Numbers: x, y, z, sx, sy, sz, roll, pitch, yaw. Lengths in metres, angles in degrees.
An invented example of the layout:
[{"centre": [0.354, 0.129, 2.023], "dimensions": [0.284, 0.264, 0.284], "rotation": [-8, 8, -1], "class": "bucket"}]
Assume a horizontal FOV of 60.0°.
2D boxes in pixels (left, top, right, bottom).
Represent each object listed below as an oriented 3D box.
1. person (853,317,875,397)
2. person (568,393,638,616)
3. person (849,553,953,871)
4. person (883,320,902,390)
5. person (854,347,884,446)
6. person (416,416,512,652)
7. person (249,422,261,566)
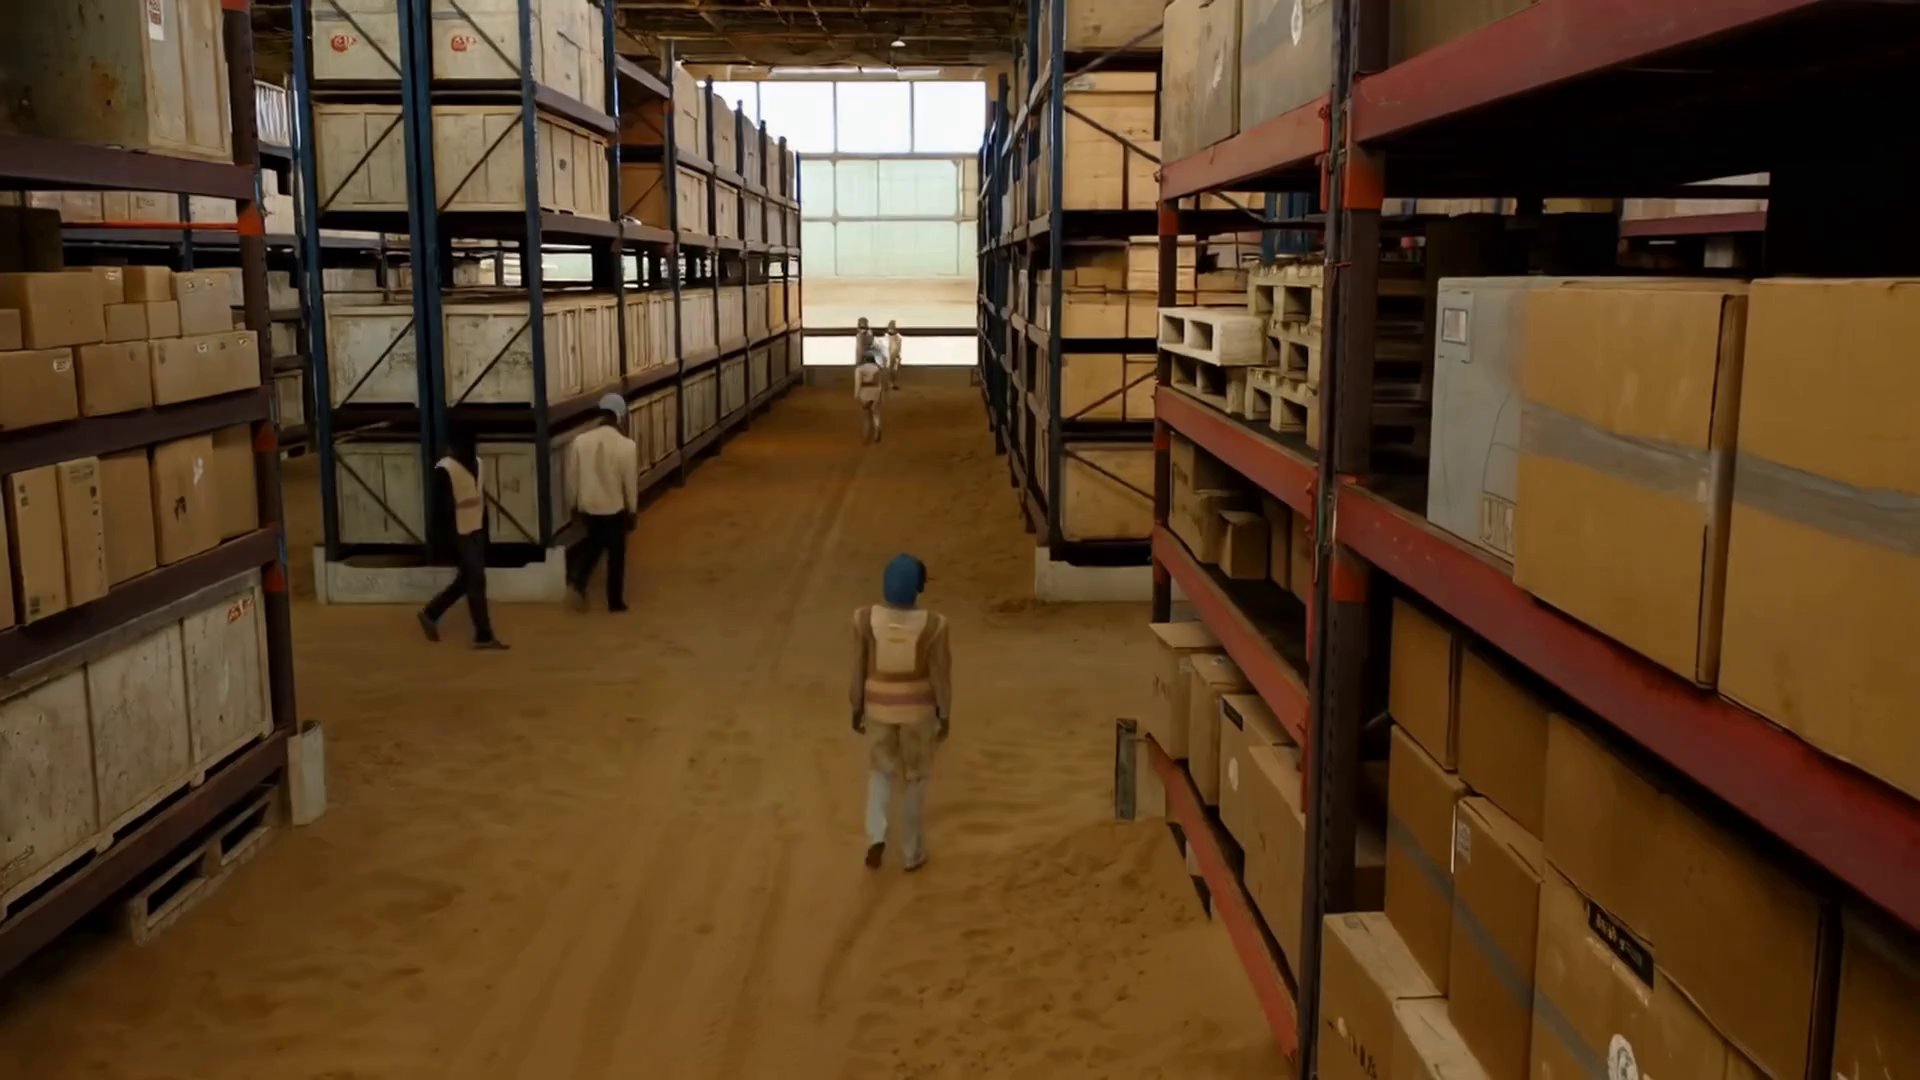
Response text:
[{"centre": [-2.266, -4.276, 39.040], "dimensions": [0.410, 1.913, 0.643], "rotation": [-6, 11, -34], "class": "person"}, {"centre": [-3.110, -0.288, 14.415], "dimensions": [0.654, 1.966, 0.686], "rotation": [3, 10, 18], "class": "person"}, {"centre": [-0.297, 0.880, 8.297], "dimensions": [0.531, 1.623, 0.423], "rotation": [1, 9, 9], "class": "person"}, {"centre": [-1.675, -4.637, 41.729], "dimensions": [0.565, 1.752, 0.338], "rotation": [-7, 12, -36], "class": "person"}, {"centre": [-1.537, -2.420, 28.282], "dimensions": [0.517, 1.710, 0.705], "rotation": [-2, 10, -13], "class": "person"}, {"centre": [-3.993, -0.055, 13.227], "dimensions": [0.818, 1.892, 0.598], "rotation": [2, 10, 13], "class": "person"}, {"centre": [-6.931, -0.384, 16.129], "dimensions": [0.499, 1.598, 0.817], "rotation": [-4, 10, -23], "class": "person"}]
